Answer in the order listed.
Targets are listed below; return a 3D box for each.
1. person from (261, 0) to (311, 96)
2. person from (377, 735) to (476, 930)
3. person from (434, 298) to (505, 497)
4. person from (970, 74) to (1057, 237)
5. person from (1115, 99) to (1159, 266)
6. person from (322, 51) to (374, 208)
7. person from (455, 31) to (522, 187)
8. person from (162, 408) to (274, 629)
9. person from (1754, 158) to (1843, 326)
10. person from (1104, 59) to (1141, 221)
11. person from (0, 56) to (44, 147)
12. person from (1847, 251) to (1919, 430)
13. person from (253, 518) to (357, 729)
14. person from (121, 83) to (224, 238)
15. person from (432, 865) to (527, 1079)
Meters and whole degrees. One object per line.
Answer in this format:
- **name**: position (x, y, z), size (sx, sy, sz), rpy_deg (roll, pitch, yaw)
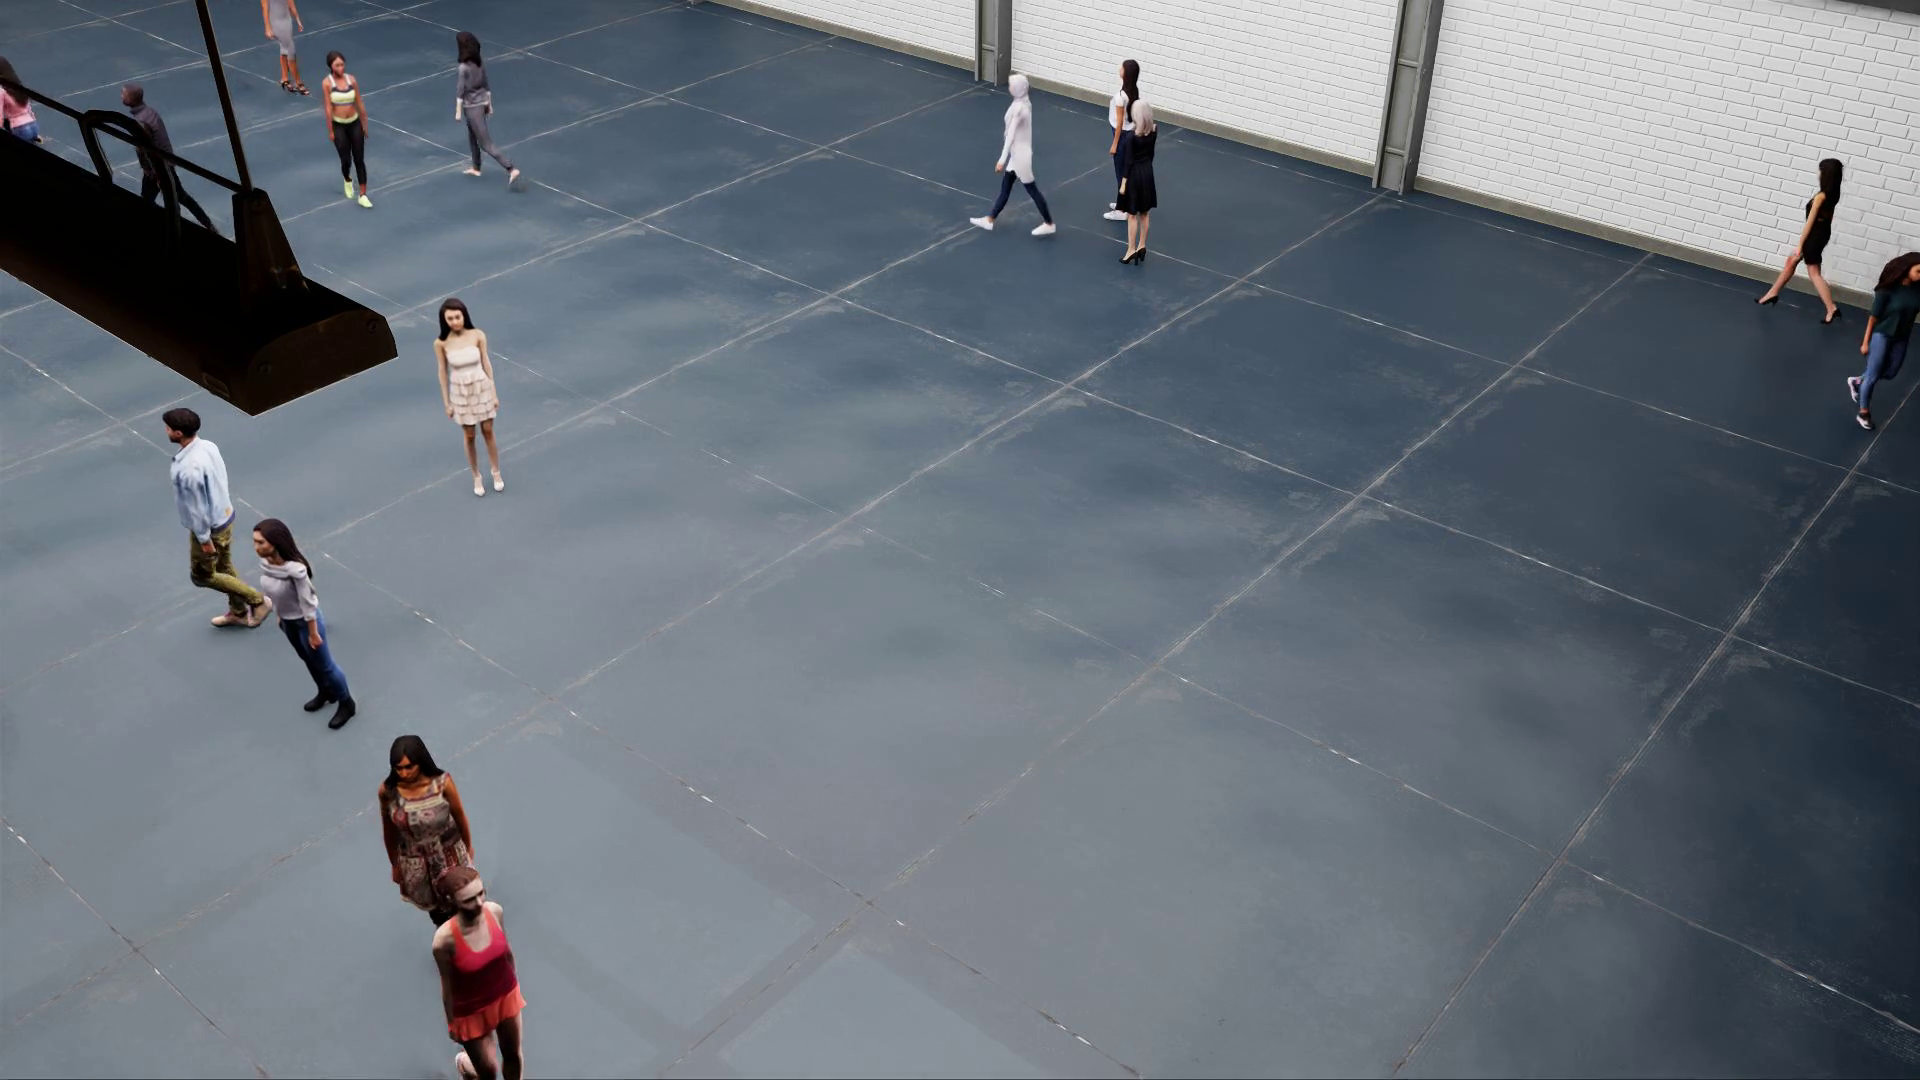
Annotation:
- **person**: position (-8.907, -6.691, 21.642), size (0.835, 1.765, 0.738), rpy_deg (13, 36, 18)
- **person**: position (-2.901, 1.668, 9.181), size (0.809, 1.638, 0.869), rpy_deg (-3, 34, -4)
- **person**: position (-3.913, -1.156, 13.343), size (0.653, 1.735, 0.660), rpy_deg (-13, 36, -19)
- **person**: position (0.731, -4.021, 17.664), size (1.267, 1.722, 1.077), rpy_deg (3, 34, 4)
- **person**: position (1.829, -3.692, 17.146), size (0.627, 1.748, 0.605), rpy_deg (-26, 42, -33)
- **person**: position (-6.838, -4.587, 18.493), size (0.686, 1.747, 0.799), rpy_deg (-21, 39, -28)
- **person**: position (-5.430, -4.862, 18.930), size (1.205, 1.722, 0.852), rpy_deg (12, 35, 17)
- **person**: position (-5.193, -0.107, 11.707), size (0.955, 1.798, 0.895), rpy_deg (-3, 34, -4)
- **person**: position (8.267, -2.813, 15.956), size (1.090, 1.601, 0.627), rpy_deg (28, 43, 35)
- **person**: position (1.797, -4.371, 18.146), size (0.612, 1.772, 0.642), rpy_deg (14, 36, 20)
- **person**: position (-10.217, -4.450, 18.310), size (0.972, 1.722, 0.853), rpy_deg (2, 34, 3)
- **person**: position (7.991, -1.783, 14.402), size (0.849, 1.606, 0.908), rpy_deg (-3, 34, -4)
- **person**: position (-4.306, 0.522, 10.917), size (0.479, 1.625, 0.661), rpy_deg (24, 40, 31)
- **person**: position (-8.282, -3.875, 17.383), size (1.270, 1.790, 1.221), rpy_deg (-4, 34, -5)
- **person**: position (-2.387, 2.244, 8.219), size (0.741, 1.744, 0.583), rpy_deg (28, 43, 35)
